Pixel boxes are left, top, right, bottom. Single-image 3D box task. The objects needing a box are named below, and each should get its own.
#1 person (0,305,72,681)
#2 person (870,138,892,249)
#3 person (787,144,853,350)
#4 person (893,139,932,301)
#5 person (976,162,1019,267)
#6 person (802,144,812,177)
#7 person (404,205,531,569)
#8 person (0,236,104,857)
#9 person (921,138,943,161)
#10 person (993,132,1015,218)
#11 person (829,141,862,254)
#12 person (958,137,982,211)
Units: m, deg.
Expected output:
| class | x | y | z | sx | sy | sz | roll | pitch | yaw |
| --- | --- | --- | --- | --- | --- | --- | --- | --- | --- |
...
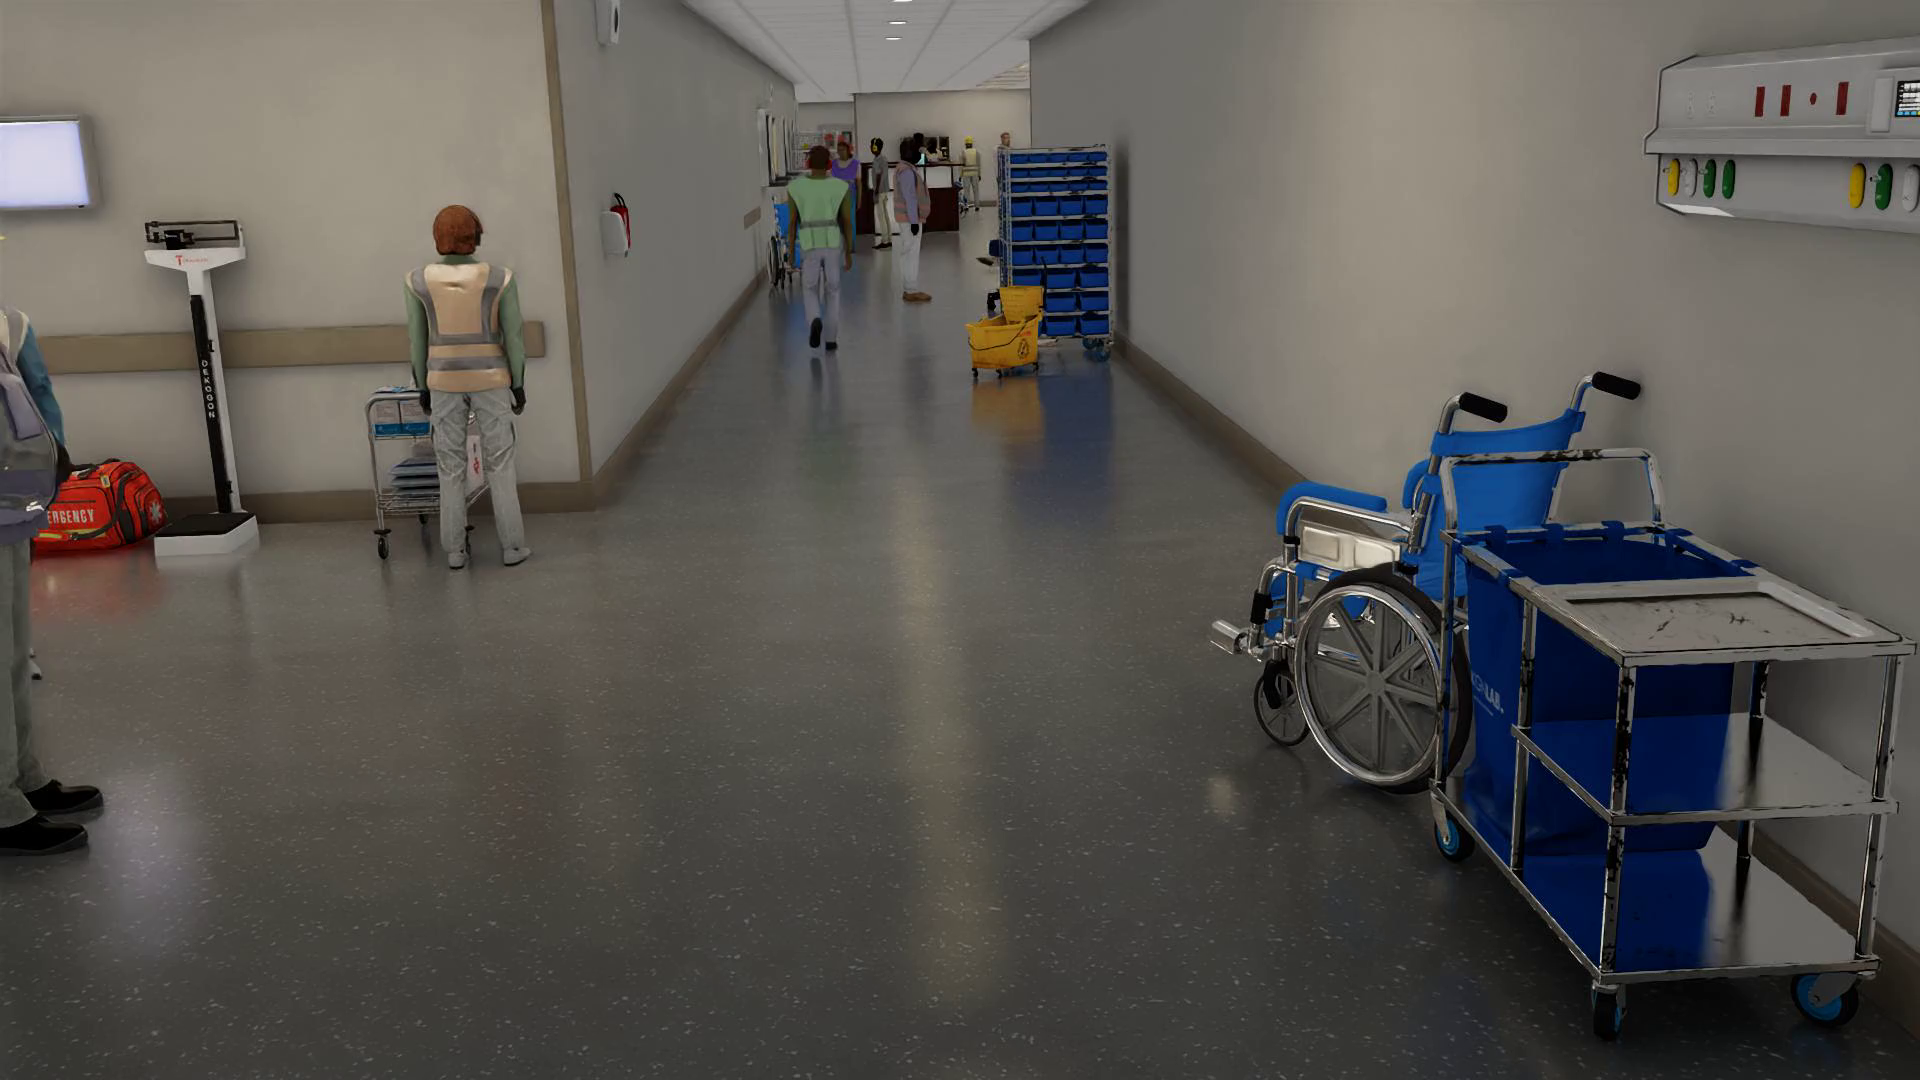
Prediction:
| class | x | y | z | sx | sy | sz | roll | pitch | yaw |
| --- | --- | --- | --- | --- | --- | --- | --- | --- | --- |
| person | -3.535 | -0.292 | 6.093 | 0.736 | 1.605 | 0.539 | 7 | 16 | 32 |
| person | -1.366 | -5.917 | 28.422 | 0.315 | 1.869 | 0.526 | 3 | 14 | 18 |
| person | -1.235 | -2.585 | 14.799 | 0.582 | 1.825 | 0.576 | -2 | 14 | -3 |
| person | -0.550 | -3.694 | 19.248 | 0.429 | 1.844 | 0.626 | -4 | 14 | -8 |
| person | 0.629 | -4.667 | 23.629 | 0.837 | 1.582 | 0.510 | -1 | 14 | 4 |
| person | -4.224 | -10.108 | 46.199 | 0.308 | 1.769 | 0.525 | 4 | 15 | 21 |
| person | -2.198 | -0.675 | 7.474 | 0.505 | 1.631 | 0.311 | -3 | 14 | -4 |
| person | -2.663 | -0.049 | 4.534 | 0.404 | 1.833 | 0.588 | -6 | 14 | -17 |
| person | -0.616 | -8.198 | 37.794 | 0.632 | 1.836 | 0.429 | -10 | 16 | -29 |
| person | 1.048 | -8.219 | 37.520 | 0.410 | 1.909 | 0.643 | 11 | 19 | 42 |
| person | -1.912 | -5.581 | 27.196 | 0.608 | 1.816 | 0.803 | 2 | 14 | 15 |
| person | 0.247 | -9.105 | 41.408 | 0.589 | 1.834 | 0.403 | -4 | 14 | -11 |
